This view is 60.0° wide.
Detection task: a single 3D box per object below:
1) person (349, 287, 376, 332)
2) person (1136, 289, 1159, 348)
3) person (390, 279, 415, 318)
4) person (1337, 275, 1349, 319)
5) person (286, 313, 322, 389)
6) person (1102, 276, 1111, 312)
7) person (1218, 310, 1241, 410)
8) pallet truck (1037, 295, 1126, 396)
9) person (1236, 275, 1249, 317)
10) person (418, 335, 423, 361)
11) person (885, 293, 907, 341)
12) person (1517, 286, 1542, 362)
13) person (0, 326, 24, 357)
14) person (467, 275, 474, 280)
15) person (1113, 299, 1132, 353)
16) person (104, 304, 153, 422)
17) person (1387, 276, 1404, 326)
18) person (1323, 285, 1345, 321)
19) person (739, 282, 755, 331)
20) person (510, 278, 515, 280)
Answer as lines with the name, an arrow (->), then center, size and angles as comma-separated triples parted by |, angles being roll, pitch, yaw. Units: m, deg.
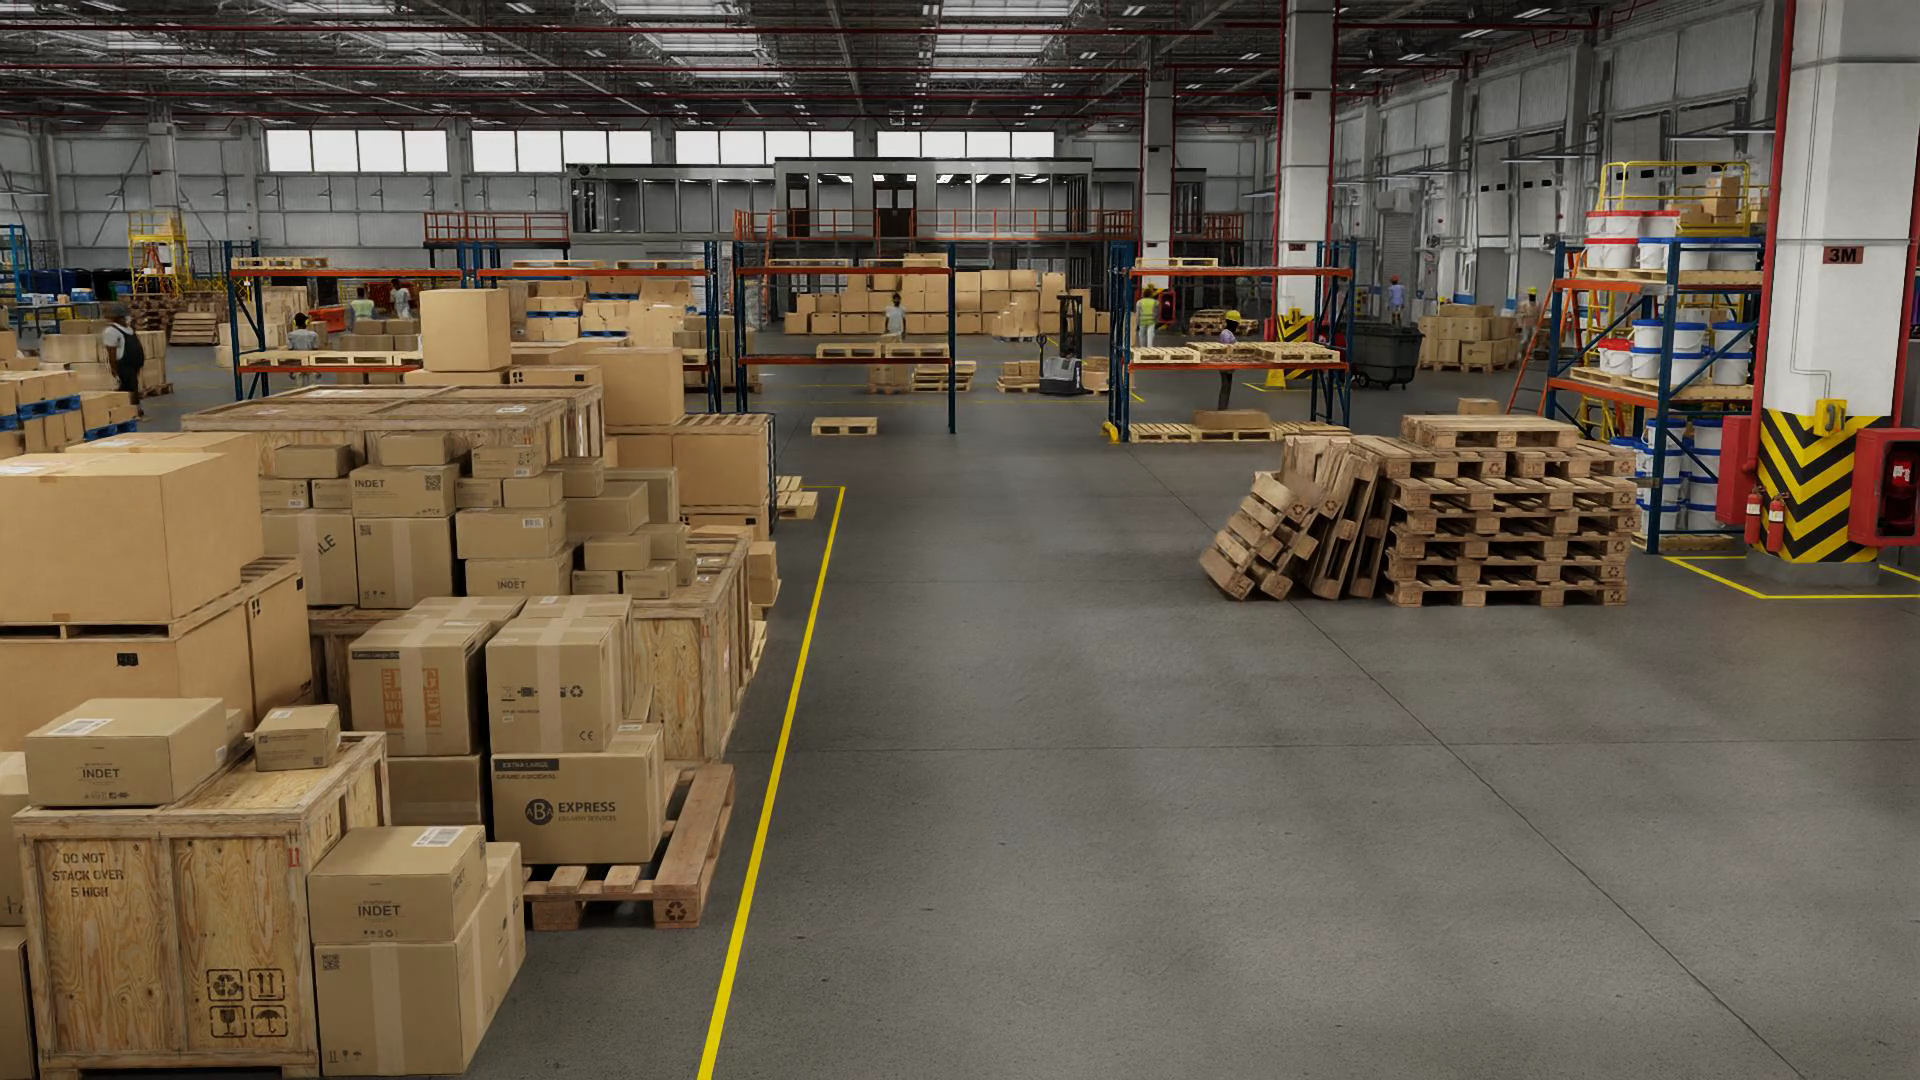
person -> -14.996, -5.390, 41.734 | 0.615, 1.893, 0.727 | -5, 11, -25
person -> 4.887, -5.634, 43.422 | 0.621, 1.799, 0.976 | 1, 10, 4
person -> -17.256, -7.117, 51.375 | 0.644, 1.892, 0.926 | 1, 10, 5
person -> 13.974, -8.812, 60.706 | 0.627, 1.954, 1.041 | -4, 11, -20
person -> -10.897, -2.844, 27.661 | 0.518, 1.865, 0.326 | -3, 11, -18
person -> 6.257, -10.591, 70.756 | 0.339, 1.882, 0.584 | -3, 11, -15
person -> 4.412, -2.805, 27.288 | 0.380, 1.917, 0.586 | 1, 10, 6
pallet truck -> 2.483, -3.881, 33.060 | 1.885, 1.965, 0.823 | -7, 13, -36
person -> 11.452, -9.970, 67.158 | 0.540, 1.929, 0.644 | -9, 14, -43
person -> -8.339, -2.650, 26.518 | 0.574, 1.884, 0.357 | 2, 10, 12
person -> -1.525, -4.932, 39.394 | 0.520, 1.833, 0.935 | -1, 10, -3
person -> 14.448, -5.479, 42.205 | 0.599, 1.908, 0.679 | -2, 10, -9
person -> -12.478, -1.830, 21.798 | 0.372, 1.940, 0.630 | 0, 10, -1
person -> -20.313, -10.215, 68.774 | 0.507, 1.846, 0.345 | -2, 10, -11
person -> 3.393, -4.145, 34.696 | 0.379, 1.940, 0.629 | 9, 13, 40
person -> -14.164, -3.010, 28.089 | 0.910, 2.000, 0.686 | 0, 10, 1
person -> 14.653, -7.928, 55.911 | 0.580, 1.887, 0.393 | -1, 10, -7
person -> 11.177, -6.772, 49.705 | 0.632, 1.803, 0.948 | 6, 12, 32
person -> -7.381, -7.933, 56.502 | 0.932, 1.690, 0.501 | -5, 11, -24
person -> -15.889, -8.487, 59.430 | 0.530, 1.749, 0.489 | 2, 10, 10
